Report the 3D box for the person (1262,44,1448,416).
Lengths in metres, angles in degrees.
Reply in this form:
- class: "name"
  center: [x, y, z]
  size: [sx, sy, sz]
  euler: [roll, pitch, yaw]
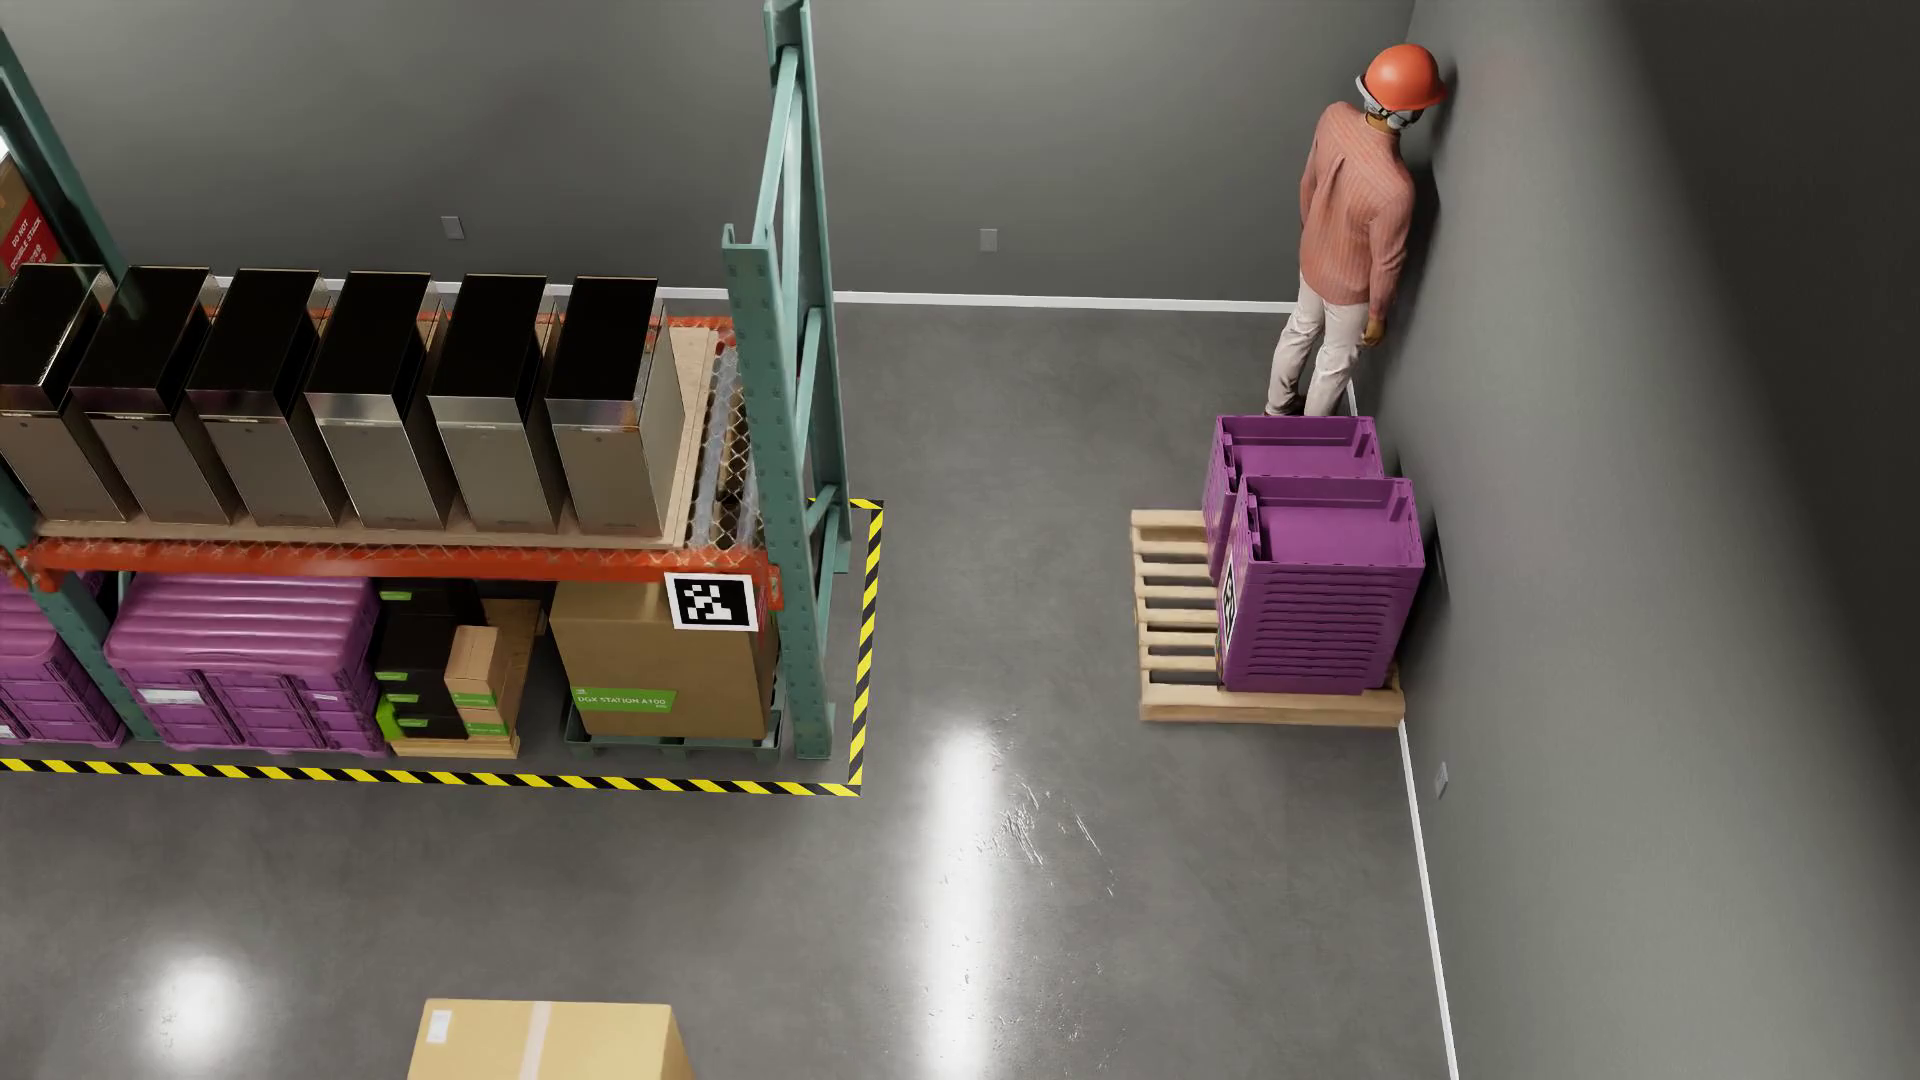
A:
- class: "person"
  center: [1.525, -1.068, 6.498]
  size: [0.395, 1.993, 0.616]
  euler: [-16, 54, -12]
